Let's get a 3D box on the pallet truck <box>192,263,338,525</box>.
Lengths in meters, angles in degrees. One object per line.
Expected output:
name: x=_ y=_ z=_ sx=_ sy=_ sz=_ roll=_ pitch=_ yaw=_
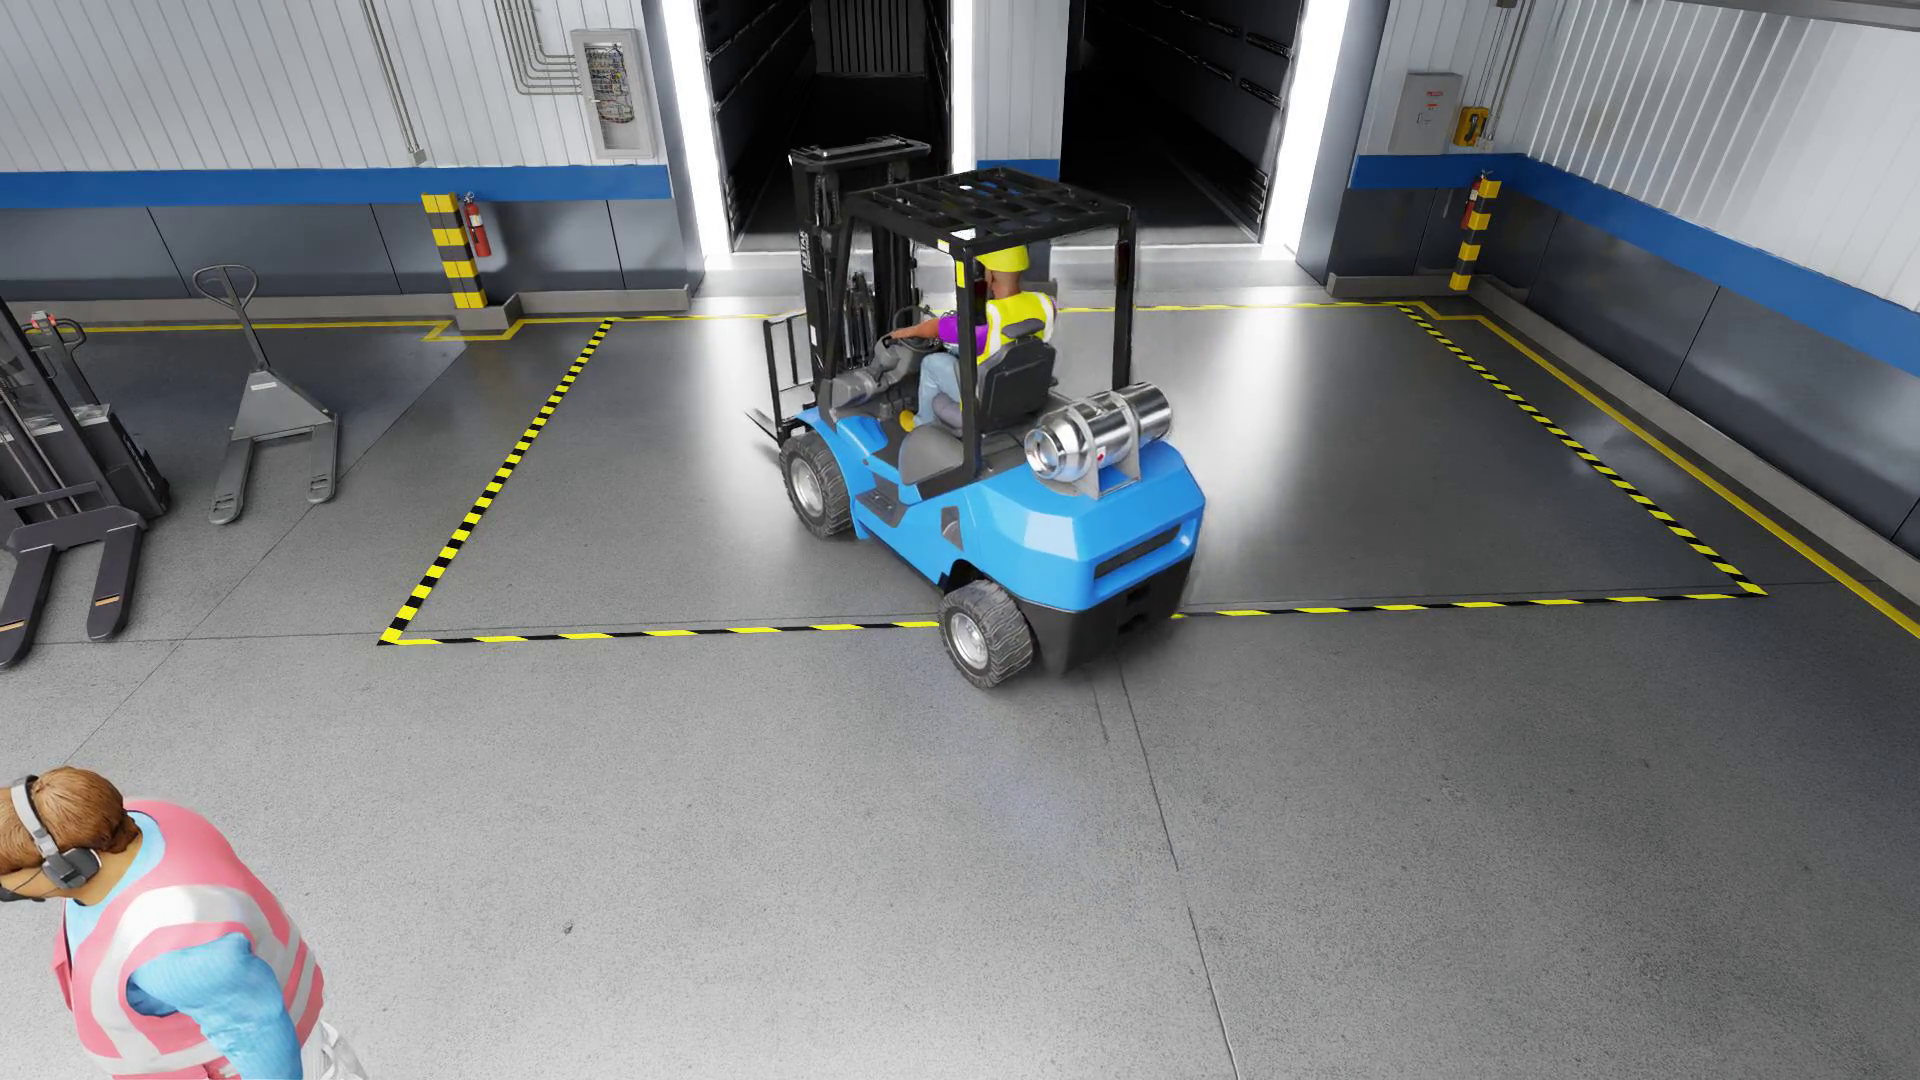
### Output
pallet truck: x=-4.778 y=-1.027 z=6.128 sx=0.680 sy=1.201 sz=1.601 roll=-17 pitch=38 yaw=-23

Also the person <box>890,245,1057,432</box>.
person: x=0.026 y=-1.039 z=4.845 sx=0.635 sy=1.294 sz=1.004 roll=-23 pitch=41 yaw=-30

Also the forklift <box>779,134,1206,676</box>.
forklift: x=0.056 y=-0.856 z=4.909 sx=1.157 sy=2.036 sz=2.680 roll=-23 pitch=41 yaw=-30

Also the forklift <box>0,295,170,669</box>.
forklift: x=-5.212 y=-0.618 z=4.878 sx=0.823 sy=1.965 sz=1.885 roll=-20 pitch=39 yaw=-26

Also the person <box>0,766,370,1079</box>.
person: x=-1.855 y=1.242 z=2.341 sx=0.632 sy=1.841 sz=0.429 roll=27 pitch=43 yaw=33
